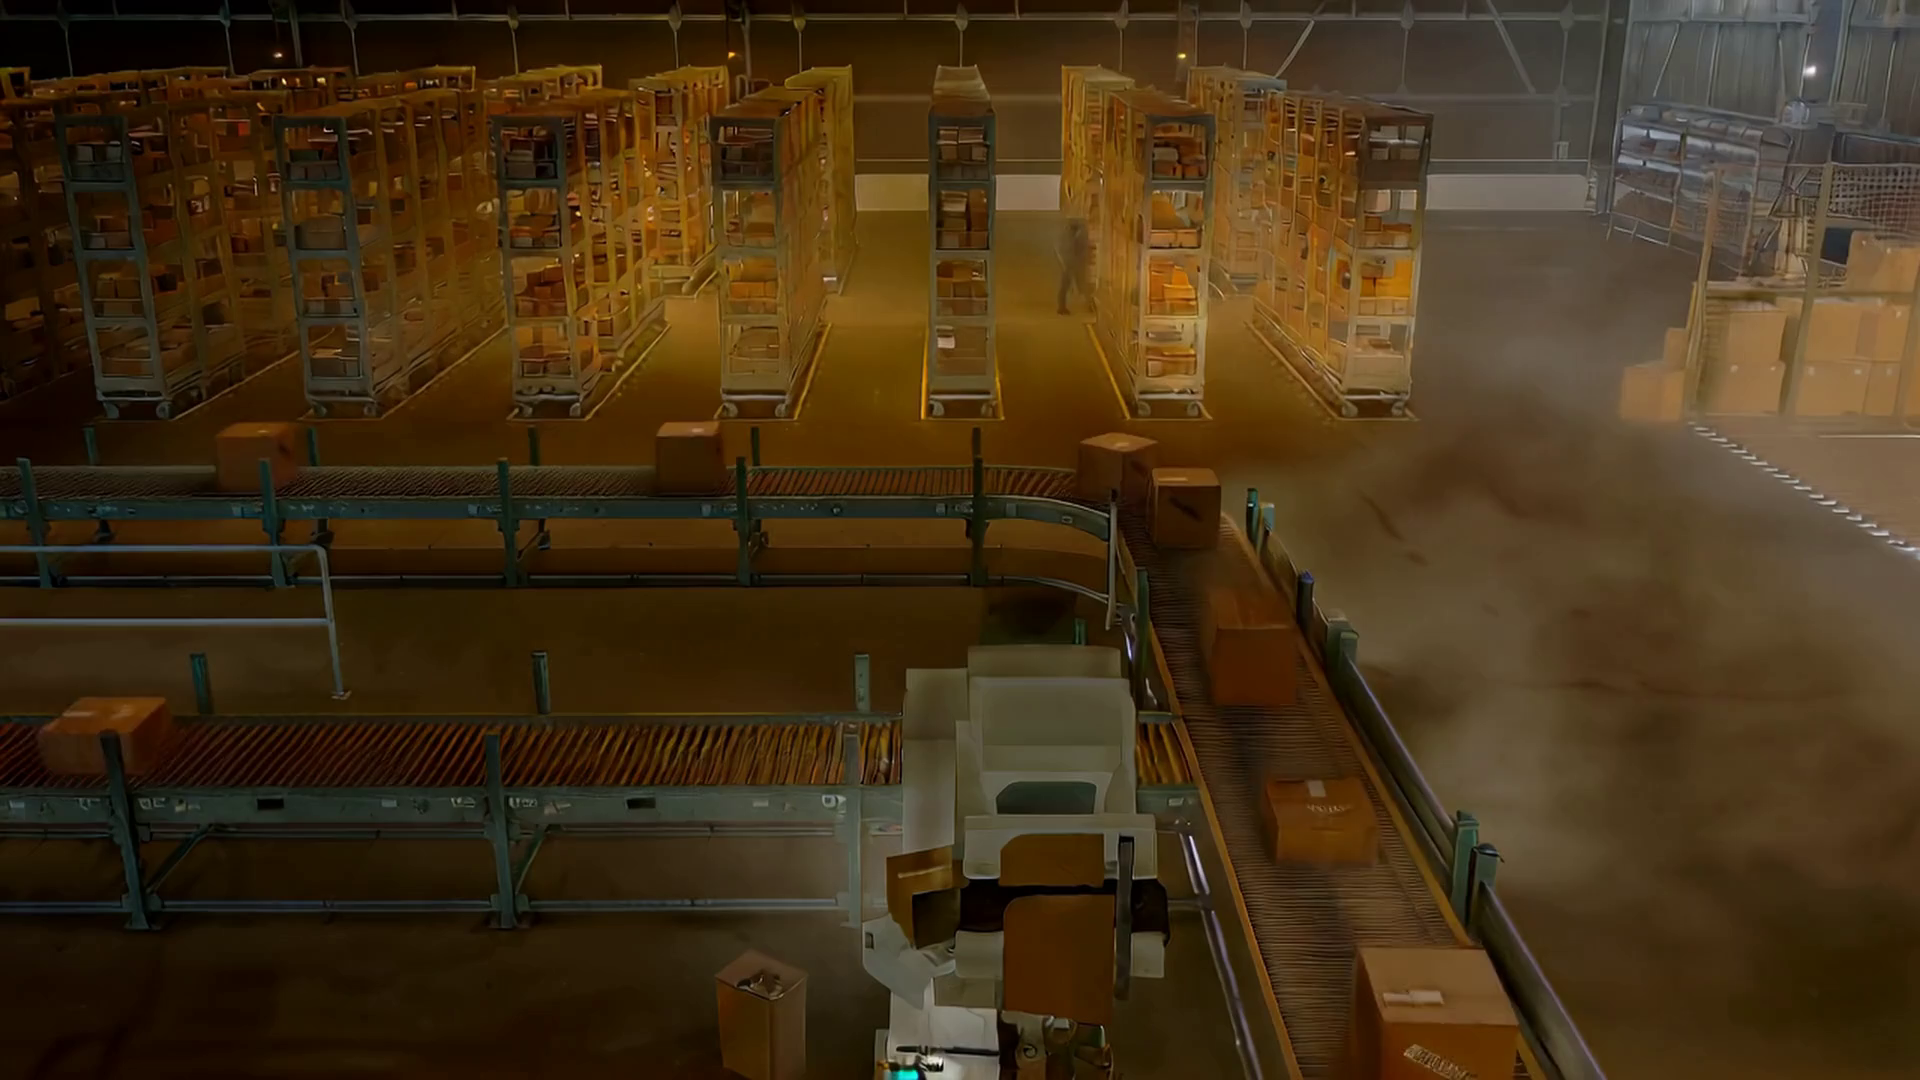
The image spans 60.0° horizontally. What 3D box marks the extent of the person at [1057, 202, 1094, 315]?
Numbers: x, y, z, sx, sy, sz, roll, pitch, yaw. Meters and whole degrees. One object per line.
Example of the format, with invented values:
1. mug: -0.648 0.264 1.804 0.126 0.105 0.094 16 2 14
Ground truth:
1. person: 1.949 -4.483 26.527 0.908 1.791 0.606 -9 20 -26

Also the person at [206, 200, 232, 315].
1. person: -11.822 -4.525 26.638 0.414 1.821 0.605 -13 22 -34
